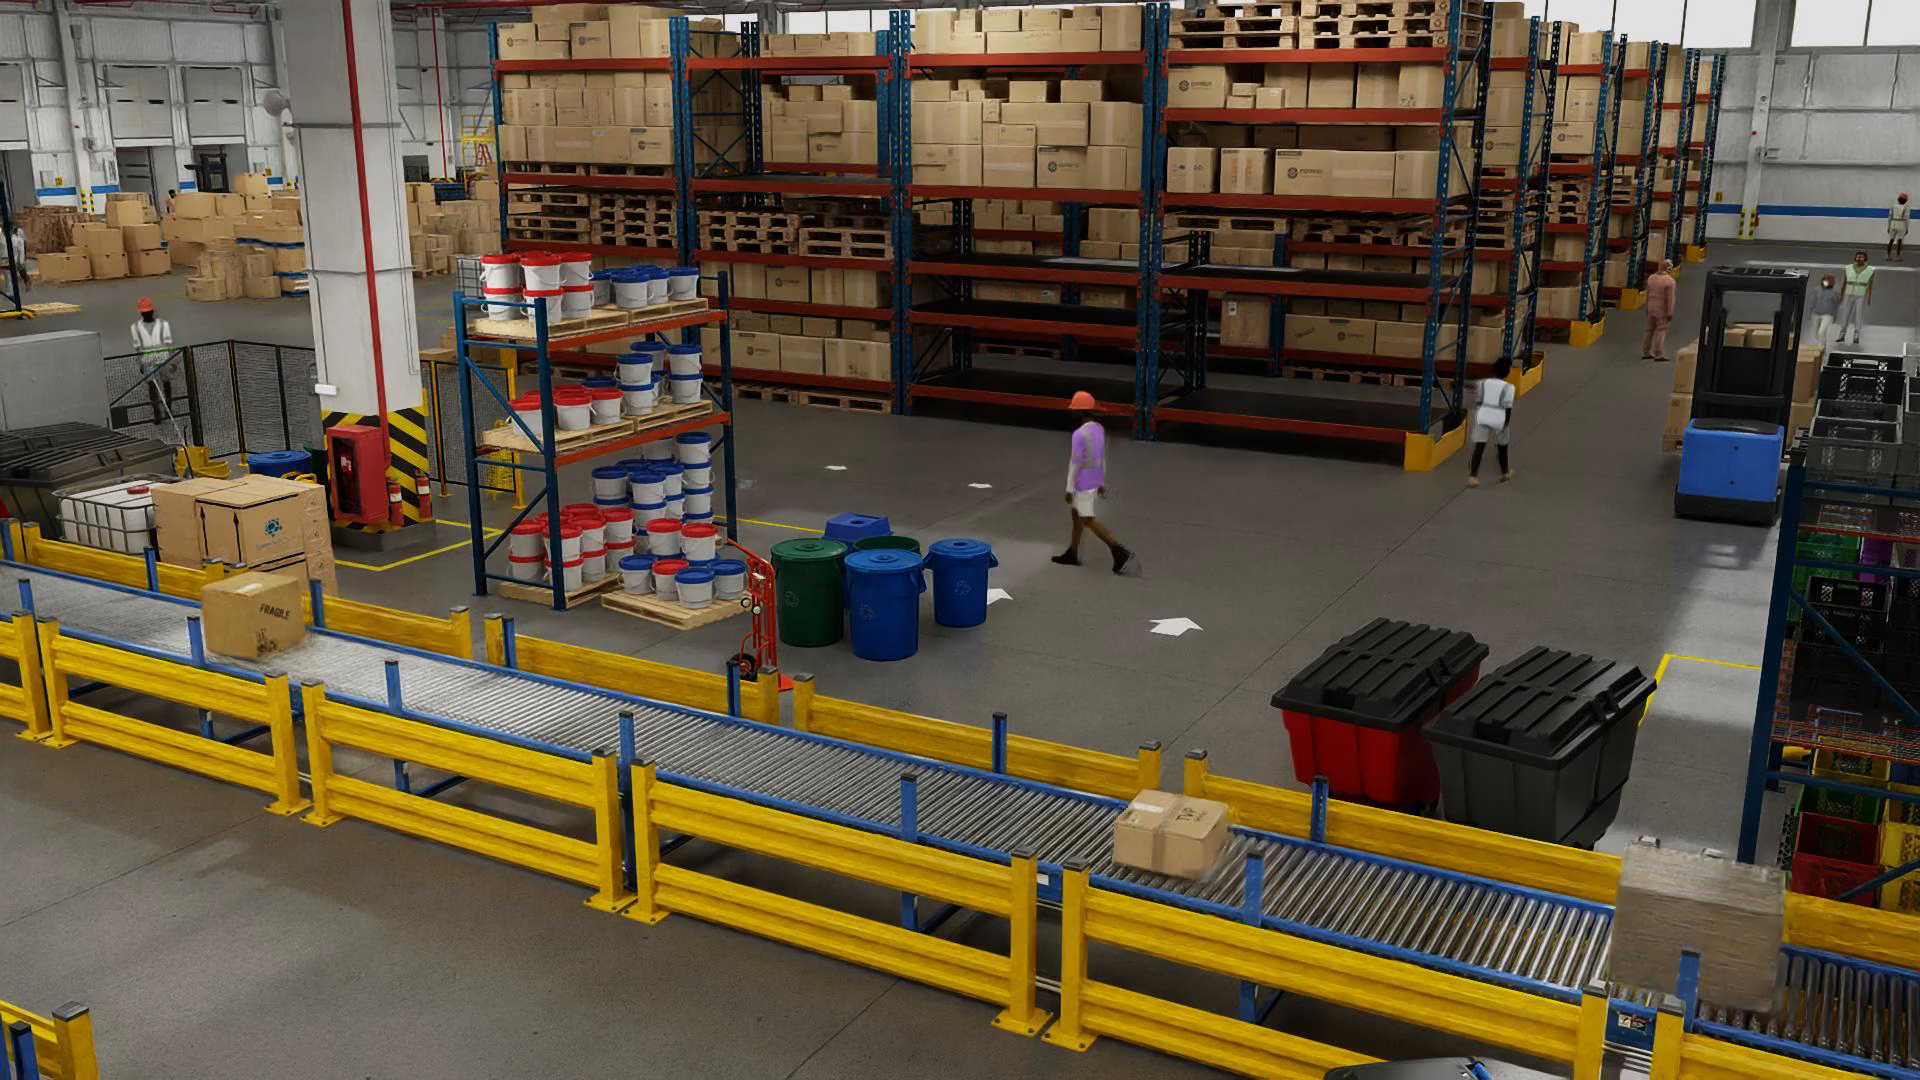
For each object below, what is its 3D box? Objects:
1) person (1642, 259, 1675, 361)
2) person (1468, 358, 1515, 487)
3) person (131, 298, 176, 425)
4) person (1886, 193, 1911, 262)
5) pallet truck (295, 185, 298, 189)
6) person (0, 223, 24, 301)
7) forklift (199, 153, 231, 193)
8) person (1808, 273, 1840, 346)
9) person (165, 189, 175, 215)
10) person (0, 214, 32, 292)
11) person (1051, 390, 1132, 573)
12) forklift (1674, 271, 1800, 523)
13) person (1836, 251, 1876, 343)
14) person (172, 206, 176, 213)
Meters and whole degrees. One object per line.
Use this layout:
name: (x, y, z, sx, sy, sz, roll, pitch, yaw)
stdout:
person: (13.119, -4.296, 31.139, 0.399, 1.900, 0.643, -6, 16, -23)
person: (6.775, -1.494, 21.085, 0.542, 1.642, 0.908, 14, 20, 42)
person: (-12.244, -2.749, 25.302, 0.551, 1.915, 0.848, -6, 16, -22)
person: (28.308, -9.429, 50.155, 0.395, 2.038, 0.615, -11, 18, -35)
pallet truck: (-26.804, -14.617, 69.738, 1.885, 1.965, 0.823, -14, 20, -42)
person: (-23.020, -6.724, 40.287, 0.651, 1.881, 0.962, -12, 19, -37)
forklift: (-27.440, -12.865, 61.464, 1.873, 2.768, 1.129, 8, 17, 28)
person: (16.409, -4.272, 31.572, 0.585, 1.616, 0.510, -12, 19, -38)
person: (-27.647, -11.479, 58.519, 0.318, 1.697, 0.535, 10, 18, 33)
person: (-23.931, -7.268, 42.030, 0.901, 2.000, 0.689, 10, 18, 33)
person: (1.382, -0.598, 17.241, 0.899, 1.906, 0.553, 8, 17, 29)
forklift: (9.269, -1.763, 19.726, 1.129, 2.768, 1.873, 8, 17, 27)
person: (18.059, -4.904, 33.512, 0.563, 1.847, 0.392, 11, 19, 36)
person: (-23.913, -9.568, 50.953, 0.643, 1.897, 0.915, 5, 16, 18)
